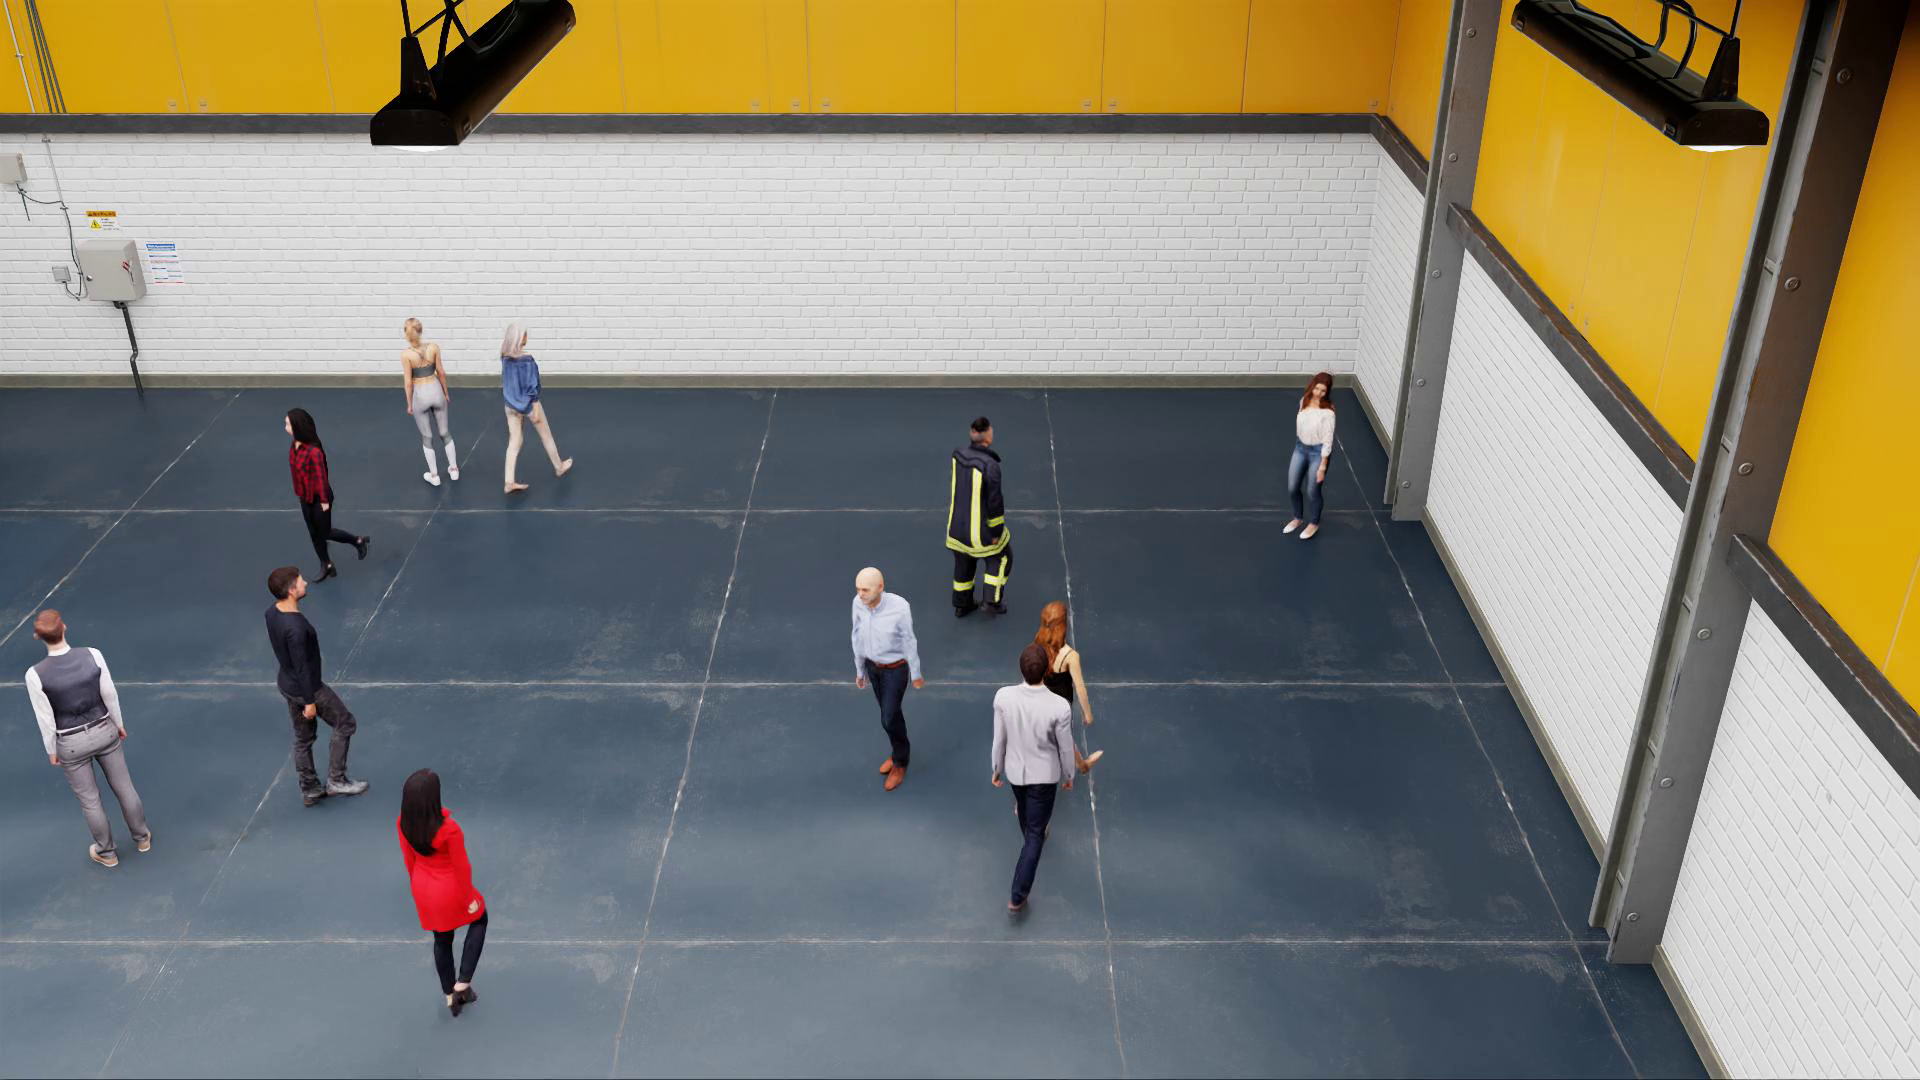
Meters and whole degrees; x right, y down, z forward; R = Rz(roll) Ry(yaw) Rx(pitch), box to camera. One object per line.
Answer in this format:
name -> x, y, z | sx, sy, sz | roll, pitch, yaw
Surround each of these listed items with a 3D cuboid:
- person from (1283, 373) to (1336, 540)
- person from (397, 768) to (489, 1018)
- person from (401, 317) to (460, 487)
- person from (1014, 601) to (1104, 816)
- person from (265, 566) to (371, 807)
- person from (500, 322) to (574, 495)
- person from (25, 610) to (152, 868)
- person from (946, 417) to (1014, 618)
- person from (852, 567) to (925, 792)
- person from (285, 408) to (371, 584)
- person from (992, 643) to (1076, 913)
person -> 3.226, -0.782, 15.130 | 0.802, 1.694, 0.739 | -16, 32, -26
person -> -3.069, 2.125, 9.757 | 0.696, 1.735, 0.690 | 9, 30, 15
person -> -5.171, -1.356, 16.172 | 0.642, 1.705, 0.668 | -19, 34, -30
person -> 0.576, 1.216, 11.595 | 1.094, 1.572, 1.127 | -18, 34, -30
person -> -4.656, 1.067, 11.577 | 0.781, 1.849, 0.840 | 26, 38, 38
person -> -4.274, -1.237, 16.005 | 0.954, 1.654, 1.156 | 17, 33, 28
person -> -5.802, 1.304, 11.046 | 0.741, 1.944, 0.789 | -23, 36, -36
person -> 0.082, -0.152, 13.810 | 0.909, 1.852, 0.963 | 24, 36, 36
person -> -0.483, 0.918, 11.941 | 0.799, 1.763, 0.856 | 15, 32, 26
person -> -5.541, -0.413, 14.505 | 0.842, 1.644, 0.908 | 25, 37, 37
person -> 0.439, 1.549, 10.730 | 0.991, 1.815, 1.310 | 10, 30, 18
